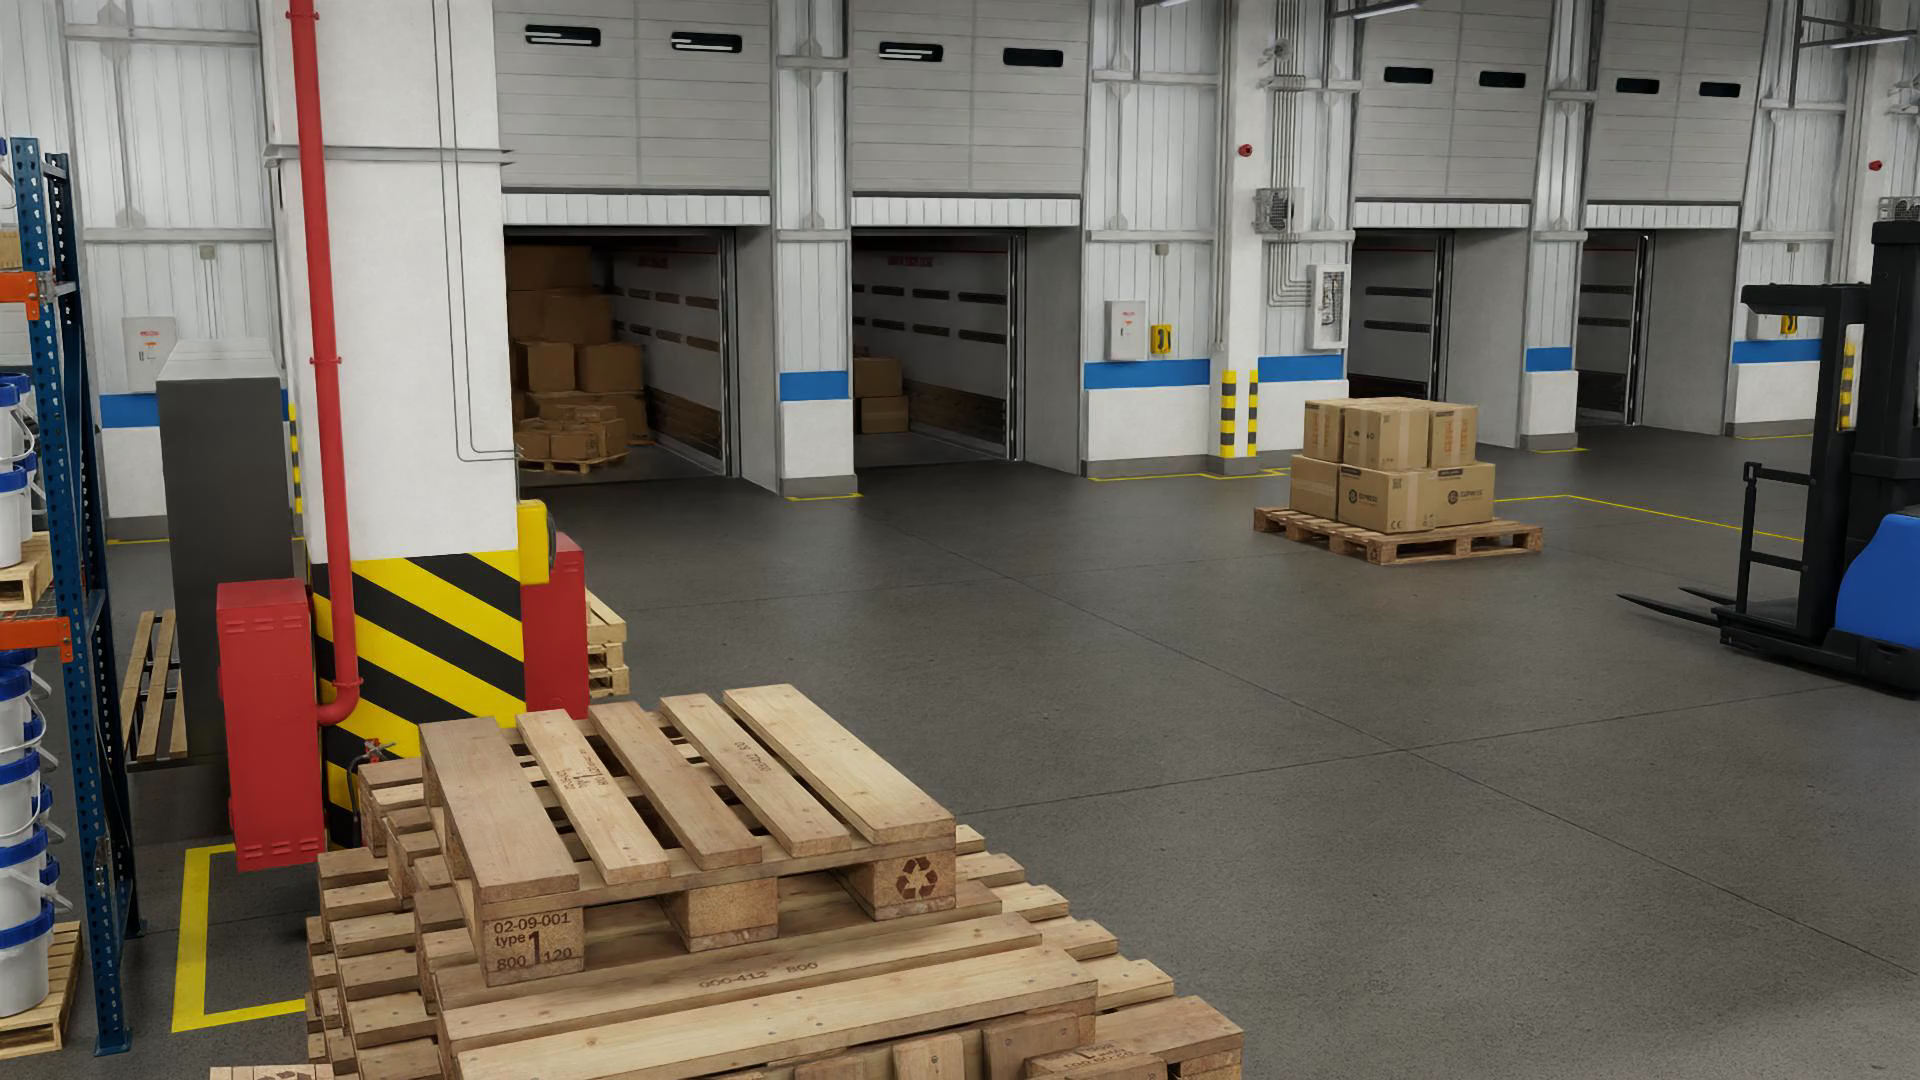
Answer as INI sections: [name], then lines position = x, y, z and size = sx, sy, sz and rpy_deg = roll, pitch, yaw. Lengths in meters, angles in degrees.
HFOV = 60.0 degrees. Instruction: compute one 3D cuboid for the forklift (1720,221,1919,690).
[forklift]
position = 5.949, -0.550, 10.218
size = 1.129, 2.768, 1.873
rpy_deg = -4, 11, -23
